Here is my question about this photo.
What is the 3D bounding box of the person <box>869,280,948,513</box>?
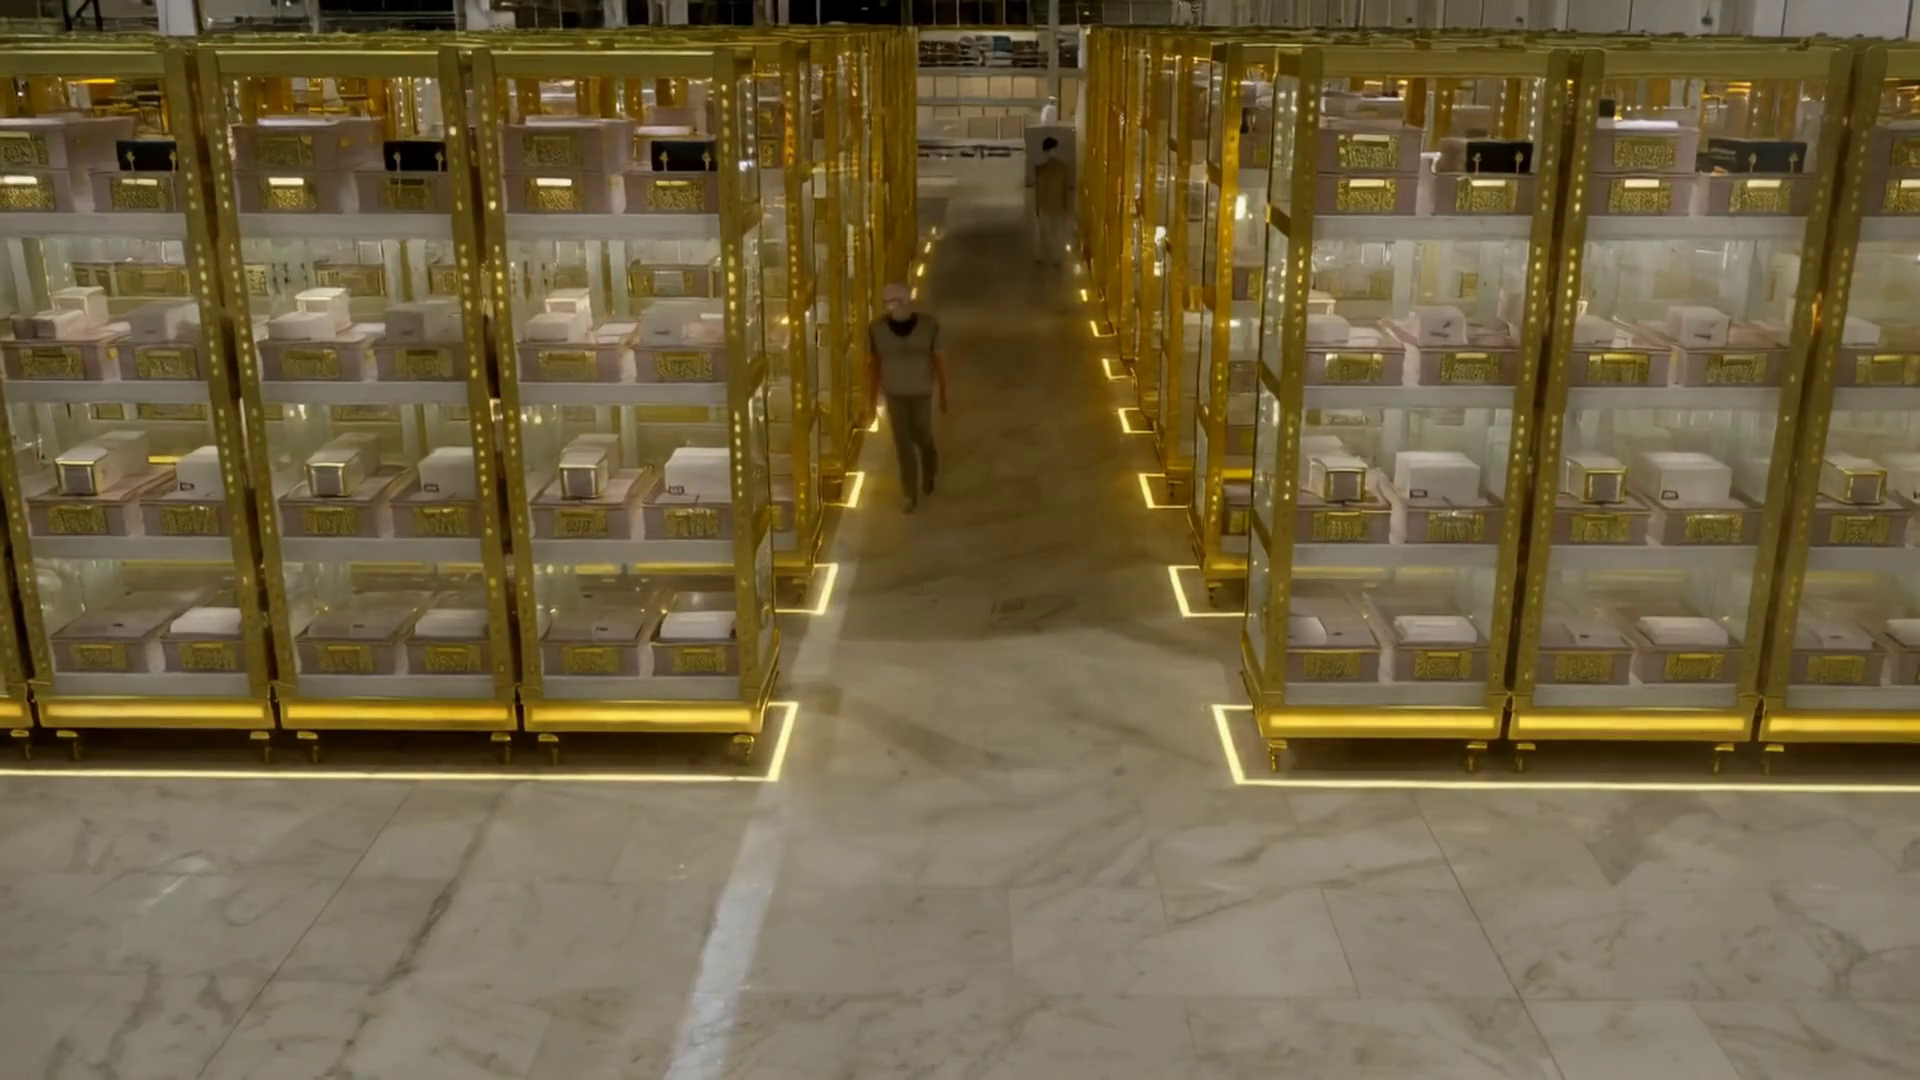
[{"bbox_3d":[-0.395,-1.150,13.071,0.618,1.810,0.584,3,18,8],"label":"person"}]

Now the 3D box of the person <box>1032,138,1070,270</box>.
[{"bbox_3d":[1.404,-5.176,25.638,0.642,1.969,0.724,-5,18,-17],"label":"person"}]

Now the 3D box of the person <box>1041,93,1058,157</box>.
[{"bbox_3d":[2.369,-10.500,42.713,0.964,1.901,0.627,-10,20,-28],"label":"person"}]
